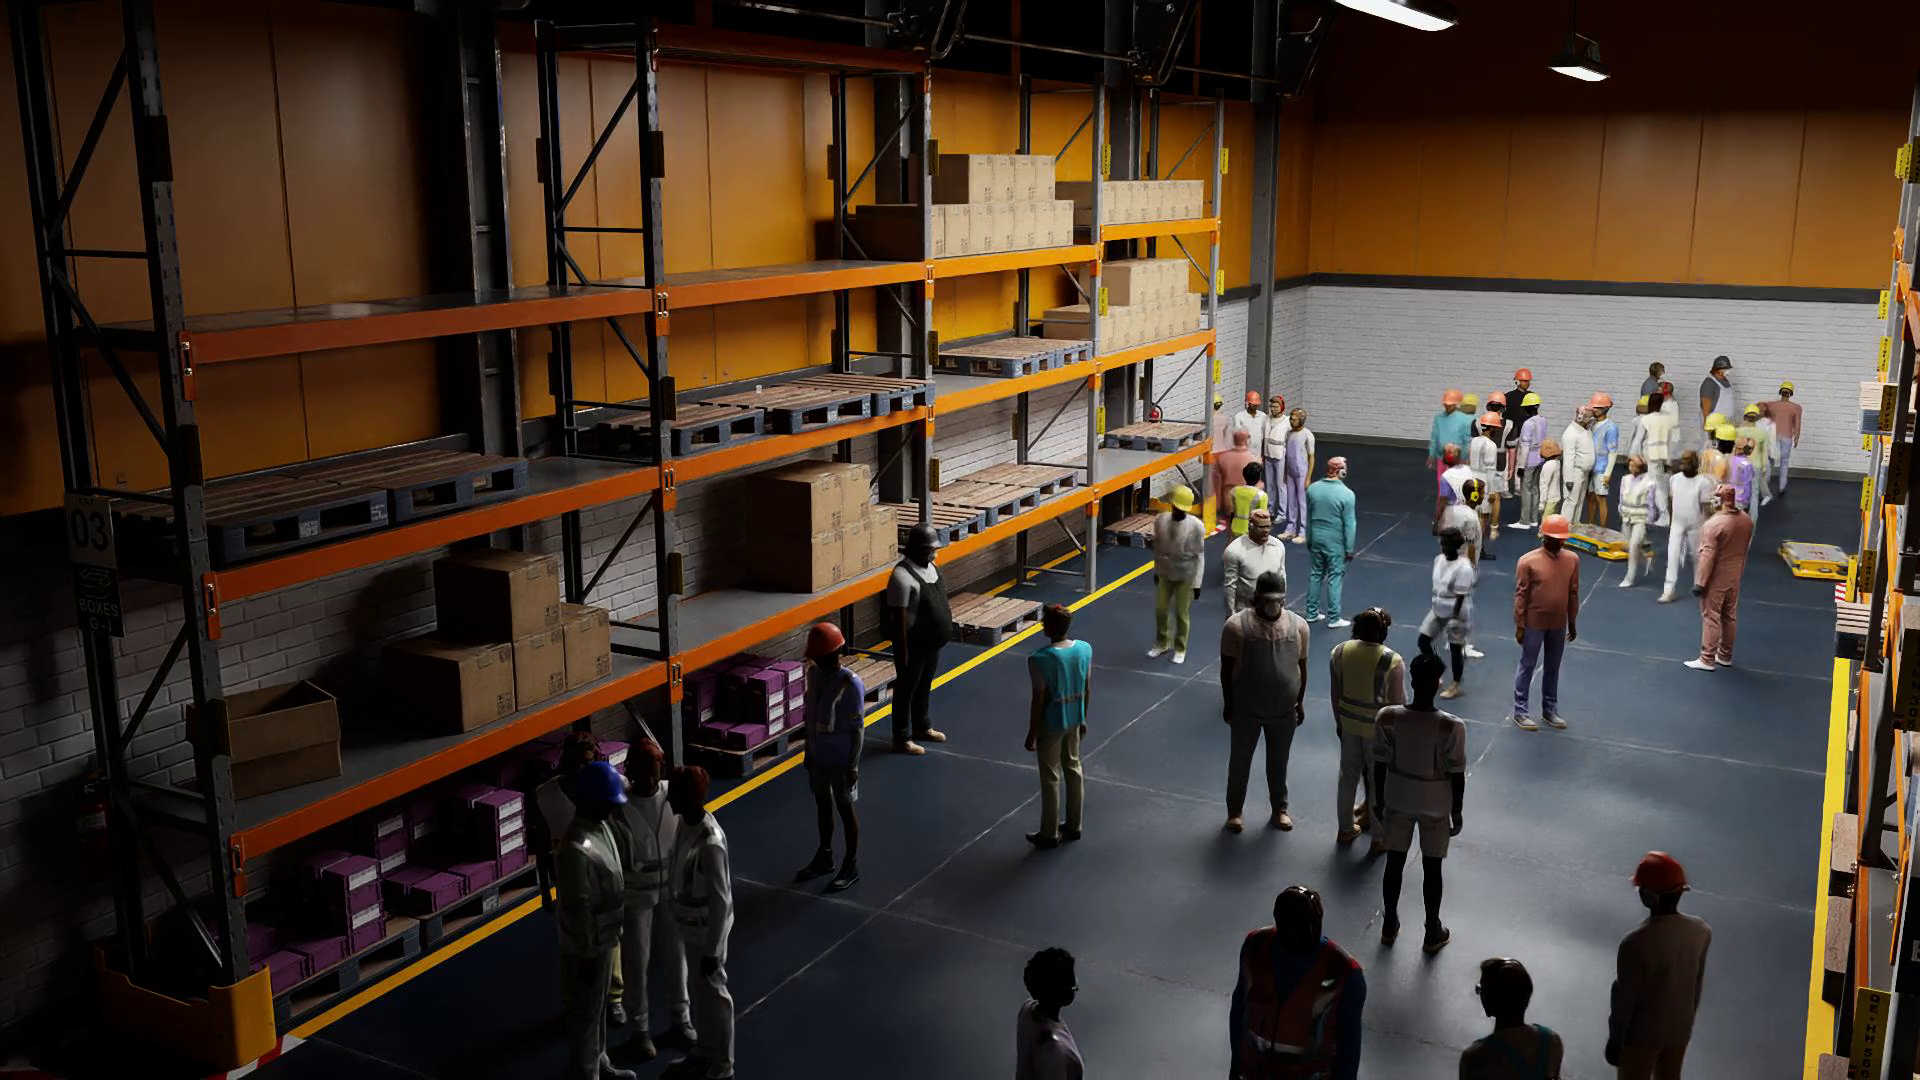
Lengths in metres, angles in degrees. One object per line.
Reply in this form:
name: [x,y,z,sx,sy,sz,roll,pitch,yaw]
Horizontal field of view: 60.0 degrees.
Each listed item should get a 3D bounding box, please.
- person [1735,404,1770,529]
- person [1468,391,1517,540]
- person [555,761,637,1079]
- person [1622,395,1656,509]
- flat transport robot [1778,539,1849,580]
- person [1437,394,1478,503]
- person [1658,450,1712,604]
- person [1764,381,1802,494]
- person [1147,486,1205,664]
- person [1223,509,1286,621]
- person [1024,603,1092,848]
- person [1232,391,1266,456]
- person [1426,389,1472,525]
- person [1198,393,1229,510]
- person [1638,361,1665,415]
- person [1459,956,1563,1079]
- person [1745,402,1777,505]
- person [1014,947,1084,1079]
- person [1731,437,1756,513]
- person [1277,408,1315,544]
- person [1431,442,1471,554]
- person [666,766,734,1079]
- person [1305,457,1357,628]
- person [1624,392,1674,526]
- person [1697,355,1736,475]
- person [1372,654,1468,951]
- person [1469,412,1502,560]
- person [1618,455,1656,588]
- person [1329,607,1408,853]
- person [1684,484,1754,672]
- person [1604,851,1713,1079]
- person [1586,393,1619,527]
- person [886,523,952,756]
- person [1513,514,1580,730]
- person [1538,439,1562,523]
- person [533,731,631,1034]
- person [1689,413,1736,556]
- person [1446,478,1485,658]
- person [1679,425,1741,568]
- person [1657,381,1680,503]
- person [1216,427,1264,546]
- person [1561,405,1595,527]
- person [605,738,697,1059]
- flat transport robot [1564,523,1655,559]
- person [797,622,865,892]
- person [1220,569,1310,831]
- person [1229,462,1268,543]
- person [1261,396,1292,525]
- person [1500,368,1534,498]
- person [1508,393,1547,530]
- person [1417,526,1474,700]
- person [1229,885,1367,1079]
person: [11.041,-1.026,23.327,0.522,1.767,0.316,5,13,21]
person: [7.242,-1.011,22.679,0.612,2.029,0.407,4,13,16]
person: [-1.948,2.111,8.888,0.402,1.938,0.603,0,13,-2]
person: [10.167,-1.310,24.743,0.491,1.703,0.898,-4,13,-19]
flat transport robot: [10.810,0.241,21.024,0.652,0.197,1.431,4,13,17]
person: [7.413,-1.311,24.697,0.464,1.722,0.578,-3,13,-14]
person: [8.554,-0.181,19.510,1.015,1.790,0.540,-12,17,-43]
person: [12.787,-1.597,25.916,0.532,1.754,0.340,6,14,24]
person: [2.205,0.356,16.870,0.610,1.880,0.525,8,15,31]
person: [2.767,0.641,15.566,0.644,1.900,0.399,-5,13,-20]
person: [0.737,1.380,12.378,0.573,1.840,0.376,-9,16,-36]
person: [4.343,-1.362,24.872,0.565,1.745,0.349,-4,13,-17]
person: [6.898,-1.169,23.504,0.431,1.968,0.631,-8,15,-33]
person: [3.720,-1.284,24.479,0.525,1.769,0.313,-9,15,-35]
person: [11.188,-1.933,26.998,0.356,1.936,0.635,6,14,26]
person: [2.250,2.610,6.913,0.508,1.833,0.374,-7,14,-27]
person: [11.904,-1.270,24.771,0.847,1.599,0.523,-5,14,-23]
person: [0.384,2.587,7.303,0.320,1.697,0.532,-2,13,-9]
person: [9.971,-0.515,21.345,0.314,1.631,0.524,-1,13,-5]
person: [4.561,-0.874,22.467,0.329,1.842,0.509,-7,14,-28]
person: [5.807,-0.246,19.675,0.457,1.827,0.610,11,17,42]
person: [-1.408,2.111,9.019,0.358,1.881,0.574,-5,14,-22]
person: [4.100,0.020,18.353,0.395,1.899,0.665,-10,16,-37]
person: [9.876,-1.161,23.709,0.600,1.879,0.992,-6,14,-26]
person: [12.284,-1.976,26.957,0.681,2.000,0.536,-10,16,-39]
person: [2.960,1.684,10.739,0.602,1.966,0.368,7,14,28]
person: [6.780,-0.698,21.507,0.388,1.926,0.550,-2,13,-9]
person: [8.237,-0.243,20.163,0.592,1.621,0.526,-6,14,-25]
person: [3.037,1.394,12.322,0.627,1.843,0.429,12,18,44]
person: [7.625,0.376,16.747,0.639,1.902,0.407,-7,14,-28]
person: [3.388,2.369,8.178,0.568,1.743,0.351,-6,14,-25]
person: [8.582,-0.971,22.452,0.383,2.041,0.616,-2,13,-11]
person: [-0.327,0.830,14.391,0.536,2.000,0.683,6,14,26]
person: [5.269,0.736,14.949,0.614,1.987,0.408,-3,13,-13]
person: [7.505,-0.484,21.225,0.286,1.625,0.495,8,15,32]
person: [-2.184,1.978,9.732,0.565,1.836,0.389,-4,13,-18]
person: [9.901,-0.714,21.612,0.659,1.897,0.615,-3,13,-11]
person: [5.269,0.280,17.243,0.329,1.872,0.509,0,13,-1]
person: [9.311,-0.495,20.624,0.658,1.909,0.601,2,13,8]
person: [10.706,-1.483,25.223,0.385,1.836,0.561,7,15,30]
person: [3.401,-0.429,20.359,0.668,1.890,0.562,12,17,43]
person: [8.319,-0.879,22.386,0.400,1.895,0.654,11,17,40]
person: [-1.754,2.018,9.453,0.589,1.874,0.359,-8,15,-31]
flat transport robot: [8.471,-0.001,22.108,0.652,0.197,1.431,-4,13,-19]
person: [-0.913,1.502,11.640,0.542,1.929,0.368,11,17,41]
person: [2.330,1.219,12.649,0.684,2.000,0.538,-1,13,-3]
person: [3.325,-0.063,19.192,0.322,1.686,0.538,-12,17,-42]
person: [4.524,-1.148,23.716,0.393,1.836,0.560,-9,15,-35]
person: [8.581,-1.641,25.554,0.612,1.997,0.375,-4,13,-18]
person: [7.995,-1.107,23.355,0.391,1.915,0.592,11,17,40]
person: [4.587,0.703,15.759,0.521,1.672,0.537,-6,14,-27]
person: [1.504,2.448,7.600,0.621,1.845,0.429,8,15,32]
